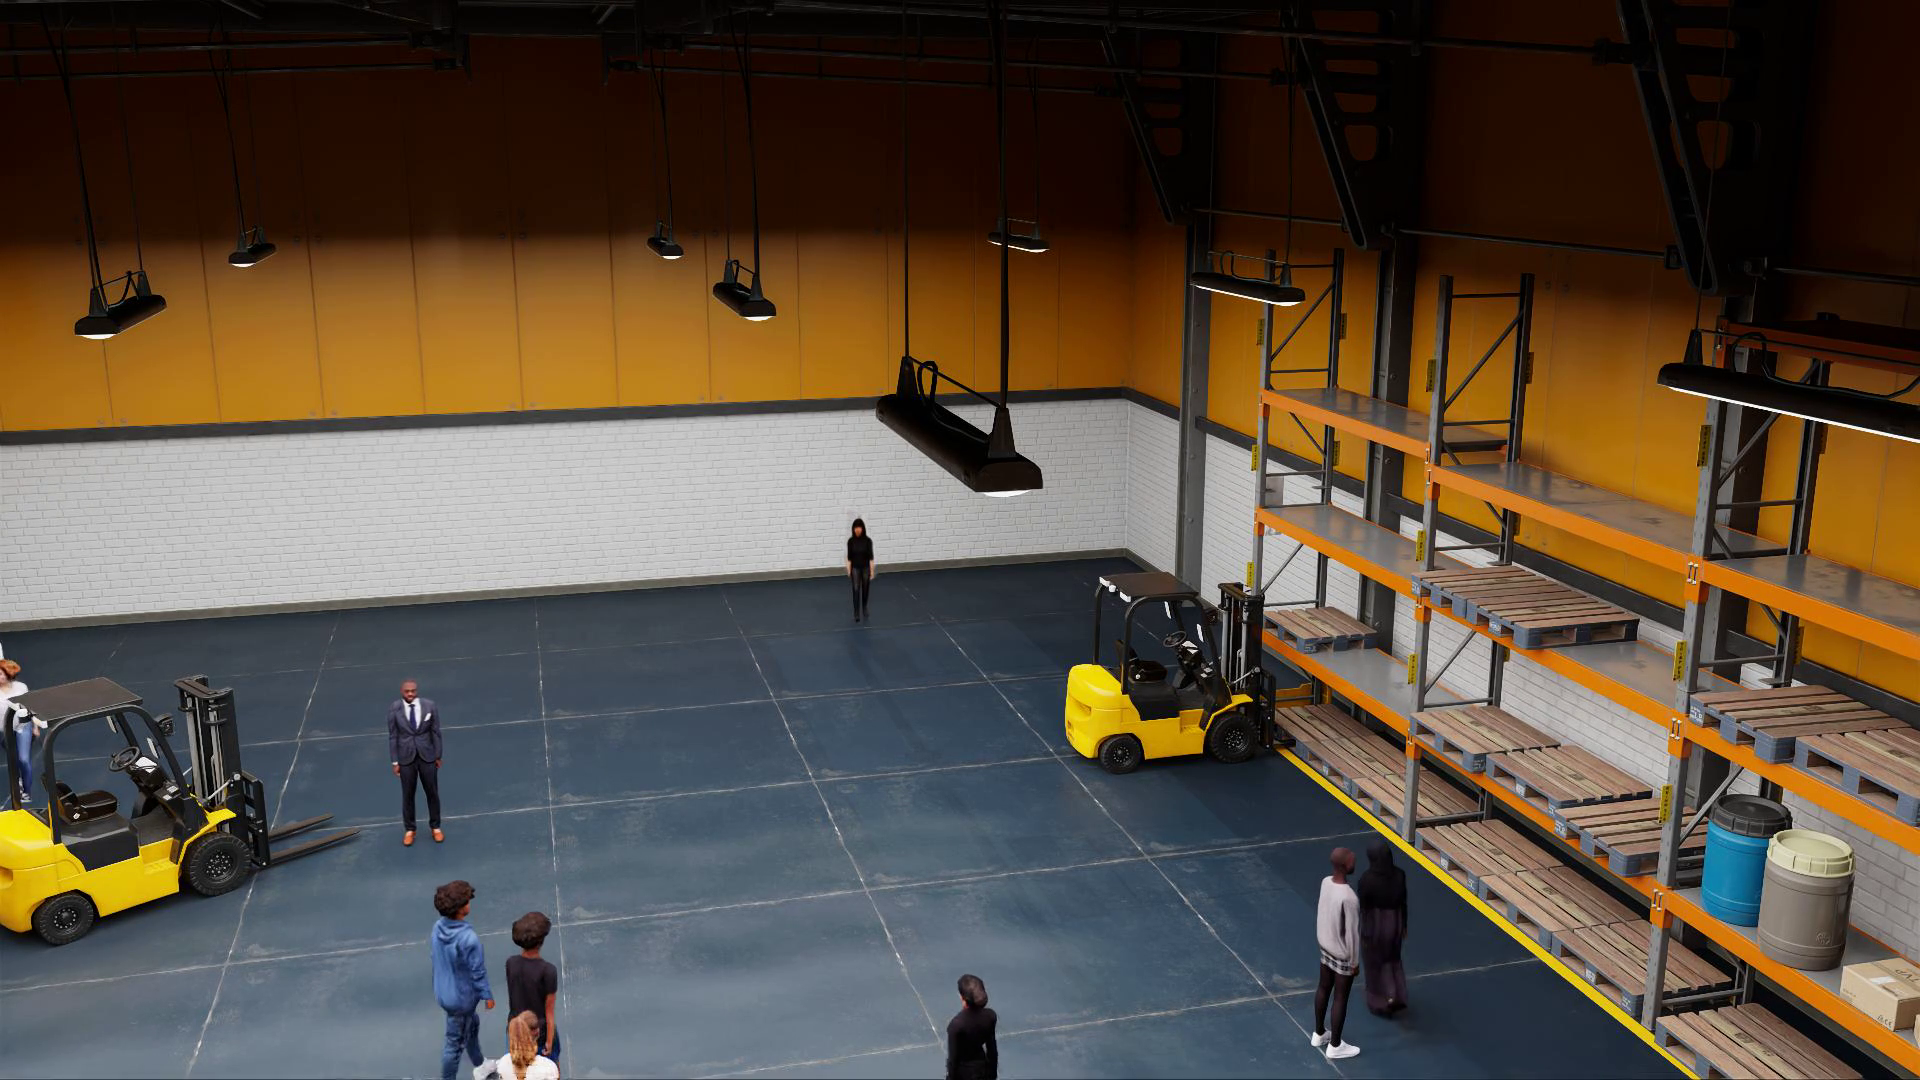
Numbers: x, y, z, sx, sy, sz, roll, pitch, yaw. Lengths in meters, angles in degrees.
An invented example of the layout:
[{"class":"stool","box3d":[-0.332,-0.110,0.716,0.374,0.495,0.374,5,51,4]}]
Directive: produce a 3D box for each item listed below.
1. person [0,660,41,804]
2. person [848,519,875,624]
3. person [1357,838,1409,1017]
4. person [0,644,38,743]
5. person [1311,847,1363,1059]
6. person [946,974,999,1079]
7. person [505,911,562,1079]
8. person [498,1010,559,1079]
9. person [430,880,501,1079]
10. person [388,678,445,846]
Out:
[{"class":"person","box3d":[-10.697,2.114,18.824,0.740,1.672,1.153,-7,15,-26]},{"class":"person","box3d":[-1.522,0.459,25.821,0.710,1.596,1.120,-1,14,-3]},{"class":"person","box3d":[3.585,3.306,14.050,0.682,1.603,0.829,-1,14,-4]},{"class":"person","box3d":[-11.716,1.787,20.318,0.866,1.605,1.124,0,14,2]},{"class":"person","box3d":[3.068,3.338,13.558,0.704,1.771,0.499,-6,15,-23]},{"class":"person","box3d":[0.106,3.857,11.715,0.706,1.631,0.868,-9,16,-32]},{"class":"person","box3d":[-3.198,3.668,12.247,0.978,1.748,1.273,3,14,11]},{"class":"person","box3d":[-2.874,3.982,11.028,0.747,1.711,0.802,3,14,11]},{"class":"person","box3d":[-3.935,3.515,12.798,0.980,1.785,1.007,12,18,40]},{"class":"person","box3d":[-5.767,2.322,17.654,0.690,1.818,0.588,-4,14,-18]}]
